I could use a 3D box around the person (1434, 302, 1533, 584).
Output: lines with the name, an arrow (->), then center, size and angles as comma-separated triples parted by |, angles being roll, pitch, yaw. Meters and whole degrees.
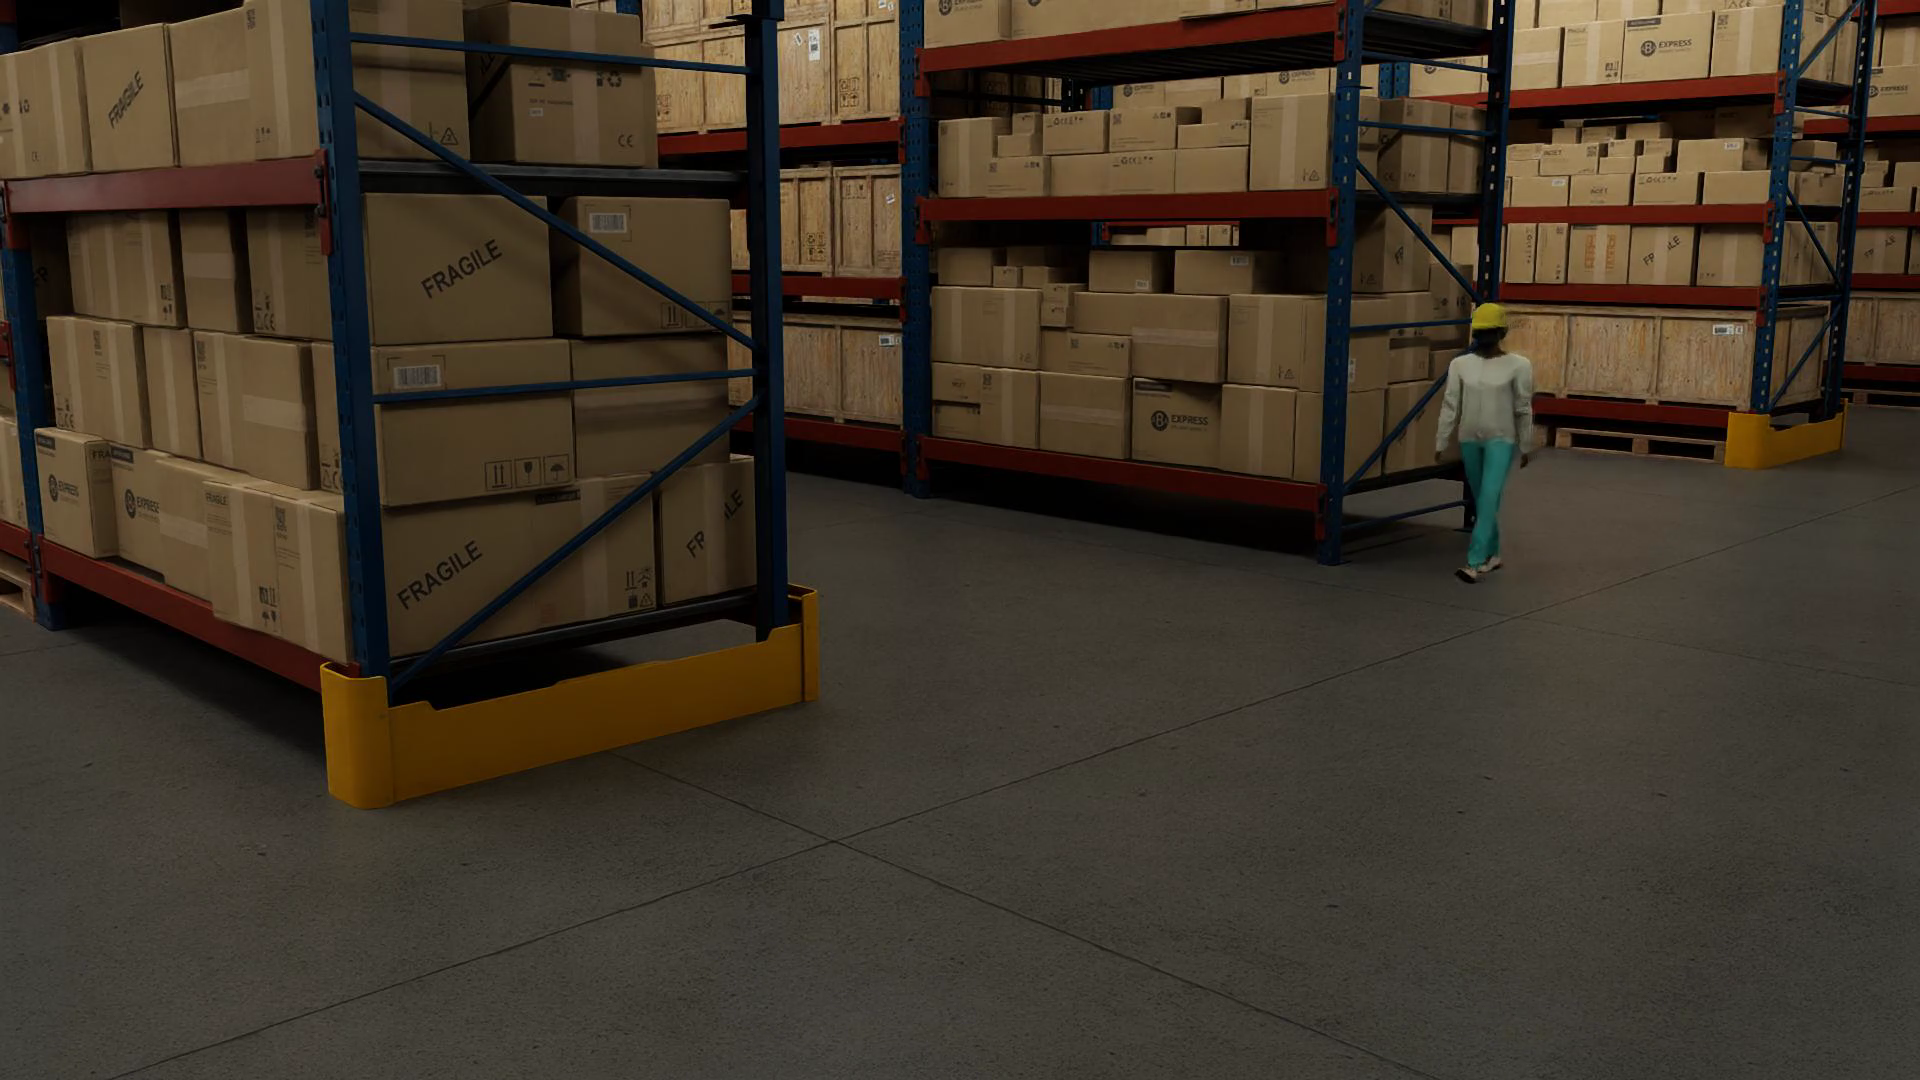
person -> 3.206, -0.596, 10.262 | 0.544, 1.713, 0.908 | 8, 13, 38
